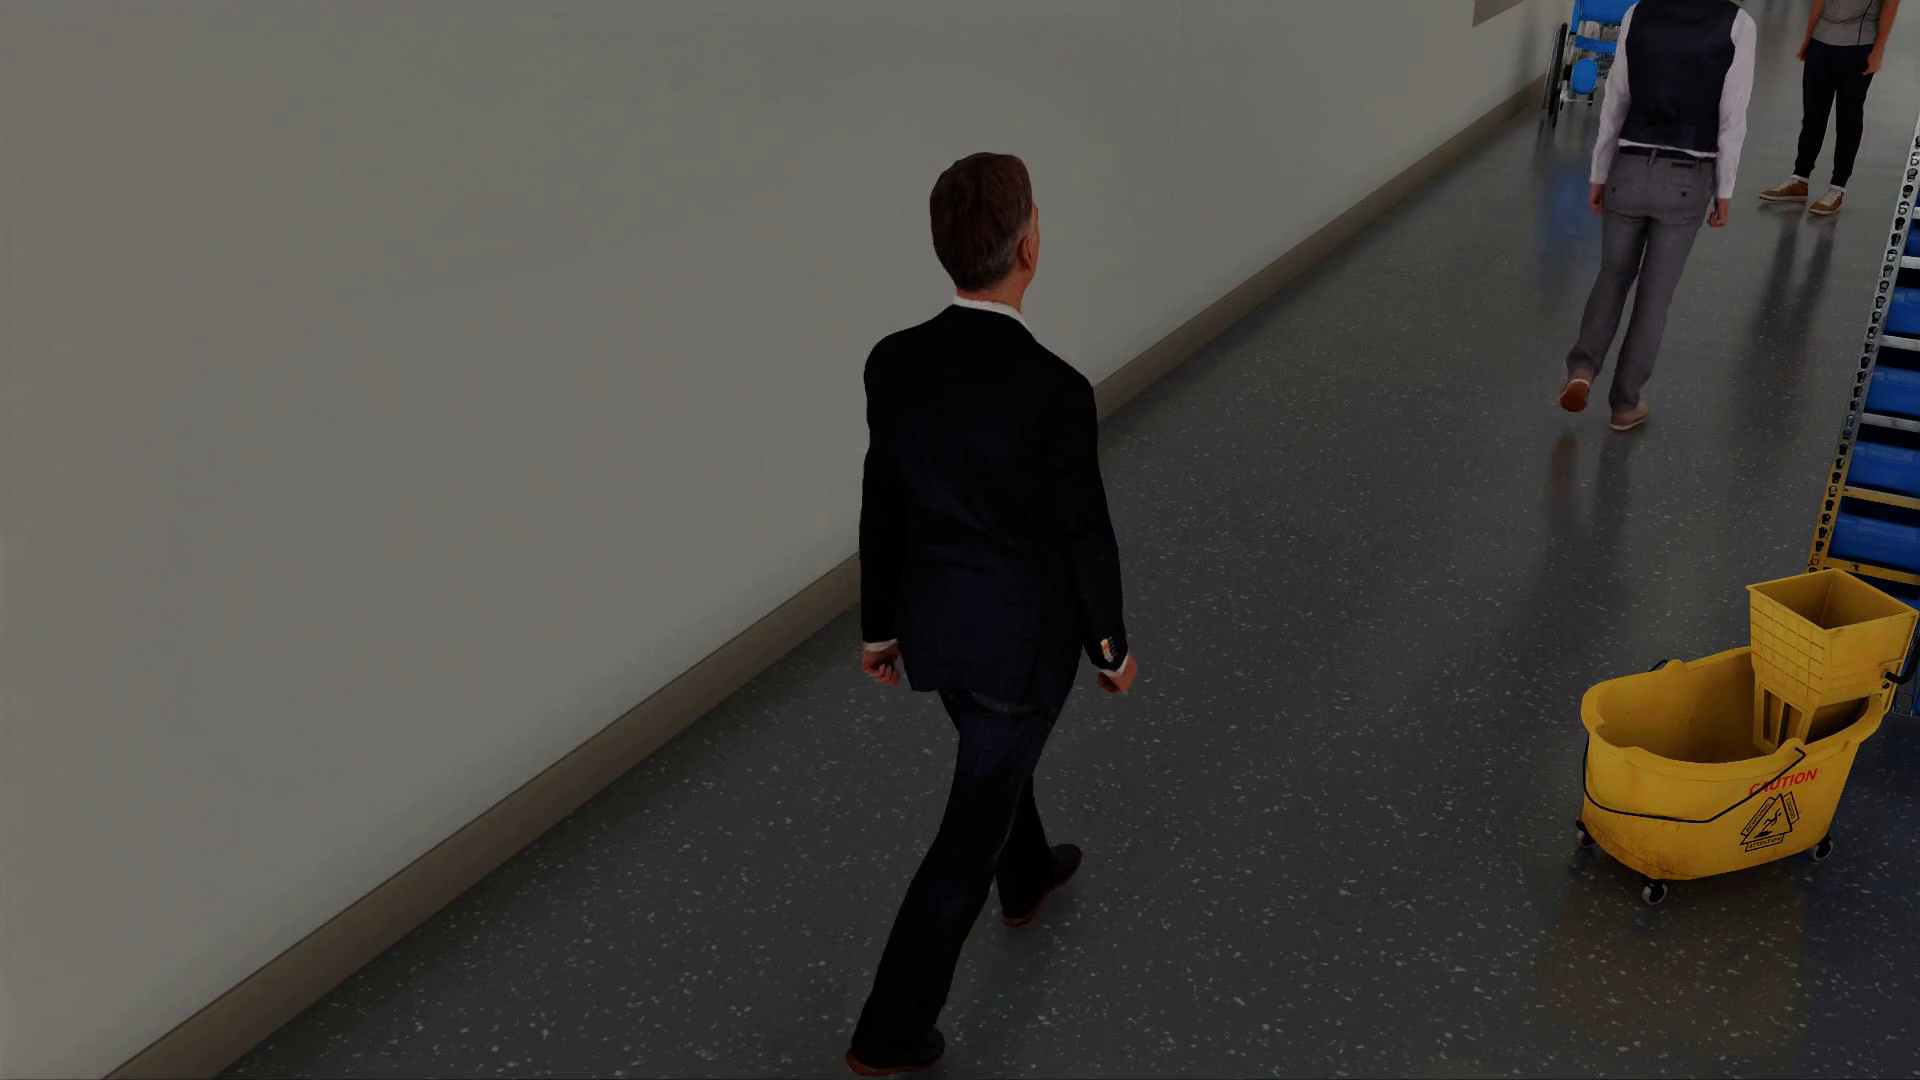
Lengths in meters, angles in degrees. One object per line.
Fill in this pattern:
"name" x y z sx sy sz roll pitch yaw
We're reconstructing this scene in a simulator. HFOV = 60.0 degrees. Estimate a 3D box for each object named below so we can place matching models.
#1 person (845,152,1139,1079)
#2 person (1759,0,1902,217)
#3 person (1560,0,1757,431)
"person" 0.006 0.204 3.179 1.144 1.788 0.859 20 32 36
"person" 4.941 -2.790 9.267 0.801 1.894 0.690 -12 28 -24
"person" 2.559 -1.306 6.155 0.787 1.924 0.811 21 33 37
